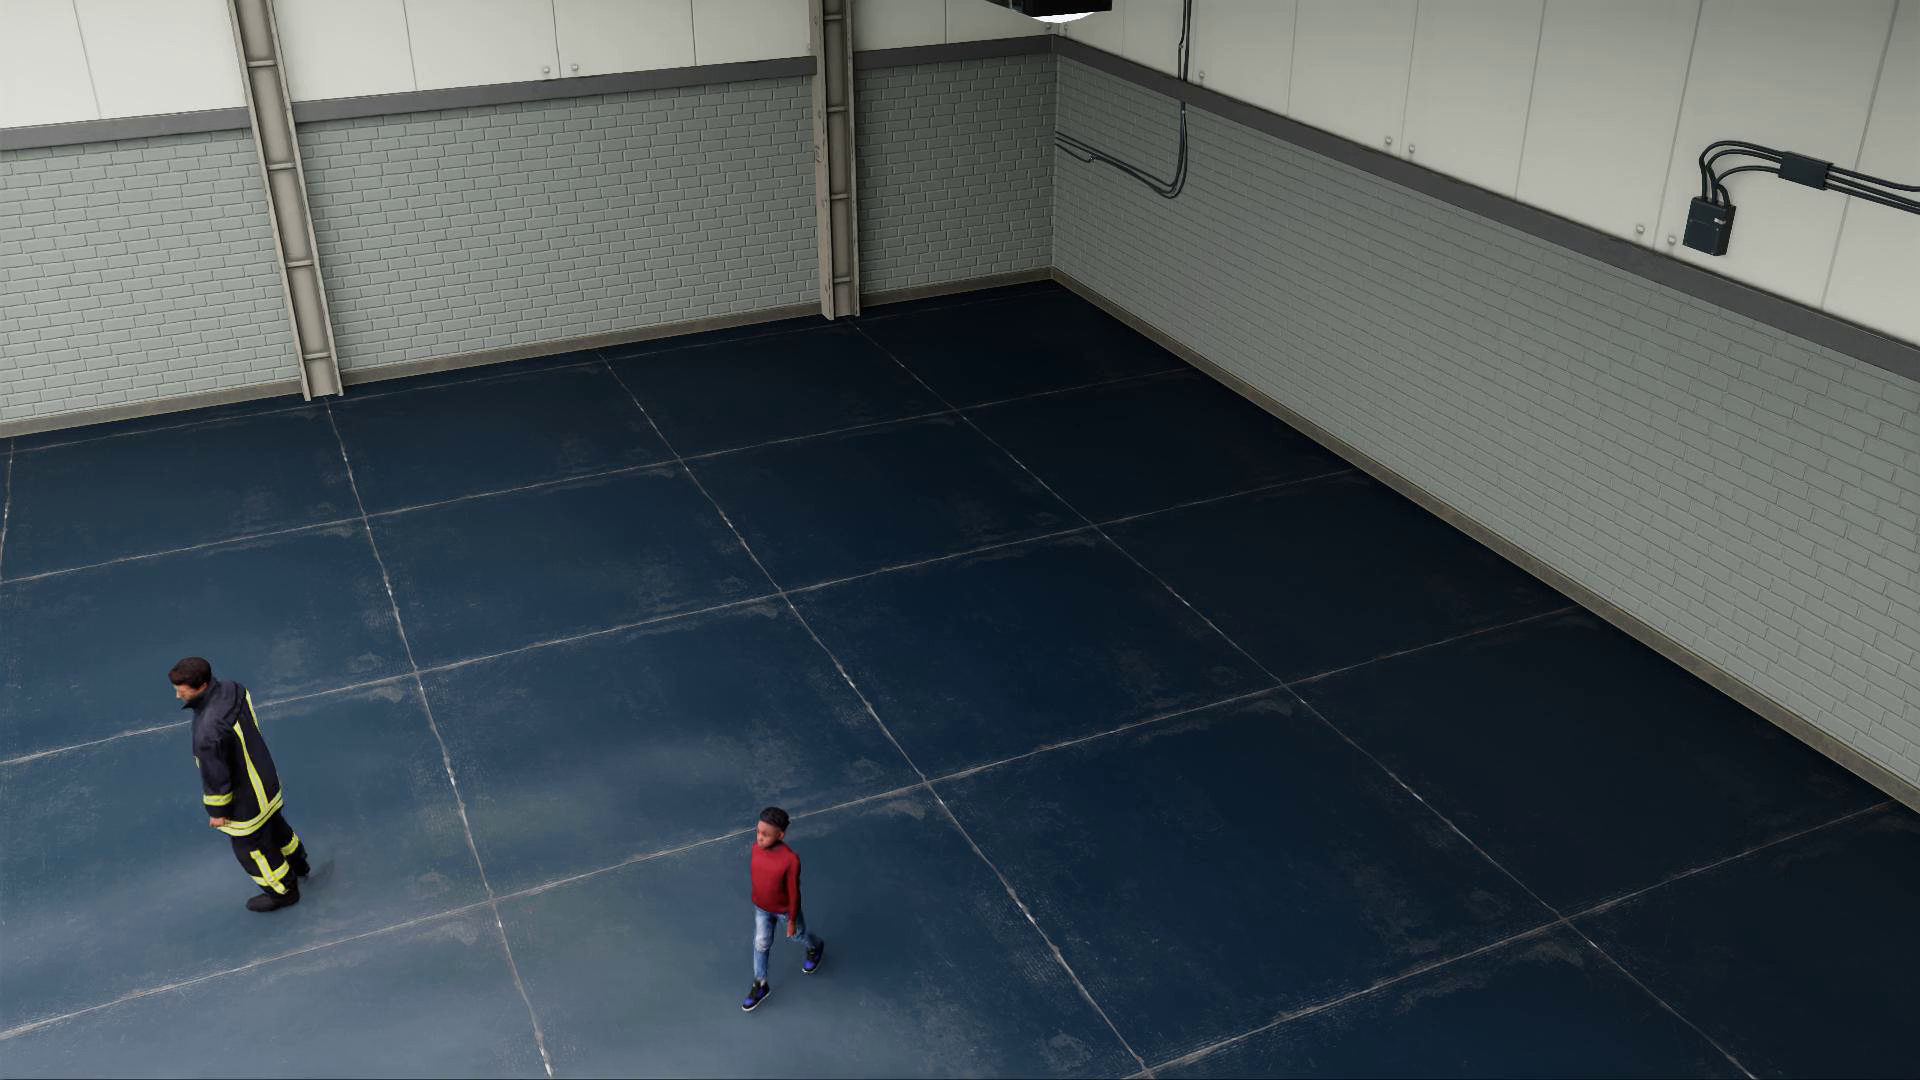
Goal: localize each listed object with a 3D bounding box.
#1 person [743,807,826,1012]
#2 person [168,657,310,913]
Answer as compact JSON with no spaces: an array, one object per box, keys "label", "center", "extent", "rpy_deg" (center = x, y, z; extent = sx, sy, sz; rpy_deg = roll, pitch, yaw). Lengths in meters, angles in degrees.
[{"label":"person","center":[-1.001,2.052,9.556],"extent":[0.806,1.243,0.919],"rpy_deg":[13,30,24]},{"label":"person","center":[-4.286,1.447,10.039],"extent":[0.843,1.878,0.997],"rpy_deg":[3,27,6]}]
